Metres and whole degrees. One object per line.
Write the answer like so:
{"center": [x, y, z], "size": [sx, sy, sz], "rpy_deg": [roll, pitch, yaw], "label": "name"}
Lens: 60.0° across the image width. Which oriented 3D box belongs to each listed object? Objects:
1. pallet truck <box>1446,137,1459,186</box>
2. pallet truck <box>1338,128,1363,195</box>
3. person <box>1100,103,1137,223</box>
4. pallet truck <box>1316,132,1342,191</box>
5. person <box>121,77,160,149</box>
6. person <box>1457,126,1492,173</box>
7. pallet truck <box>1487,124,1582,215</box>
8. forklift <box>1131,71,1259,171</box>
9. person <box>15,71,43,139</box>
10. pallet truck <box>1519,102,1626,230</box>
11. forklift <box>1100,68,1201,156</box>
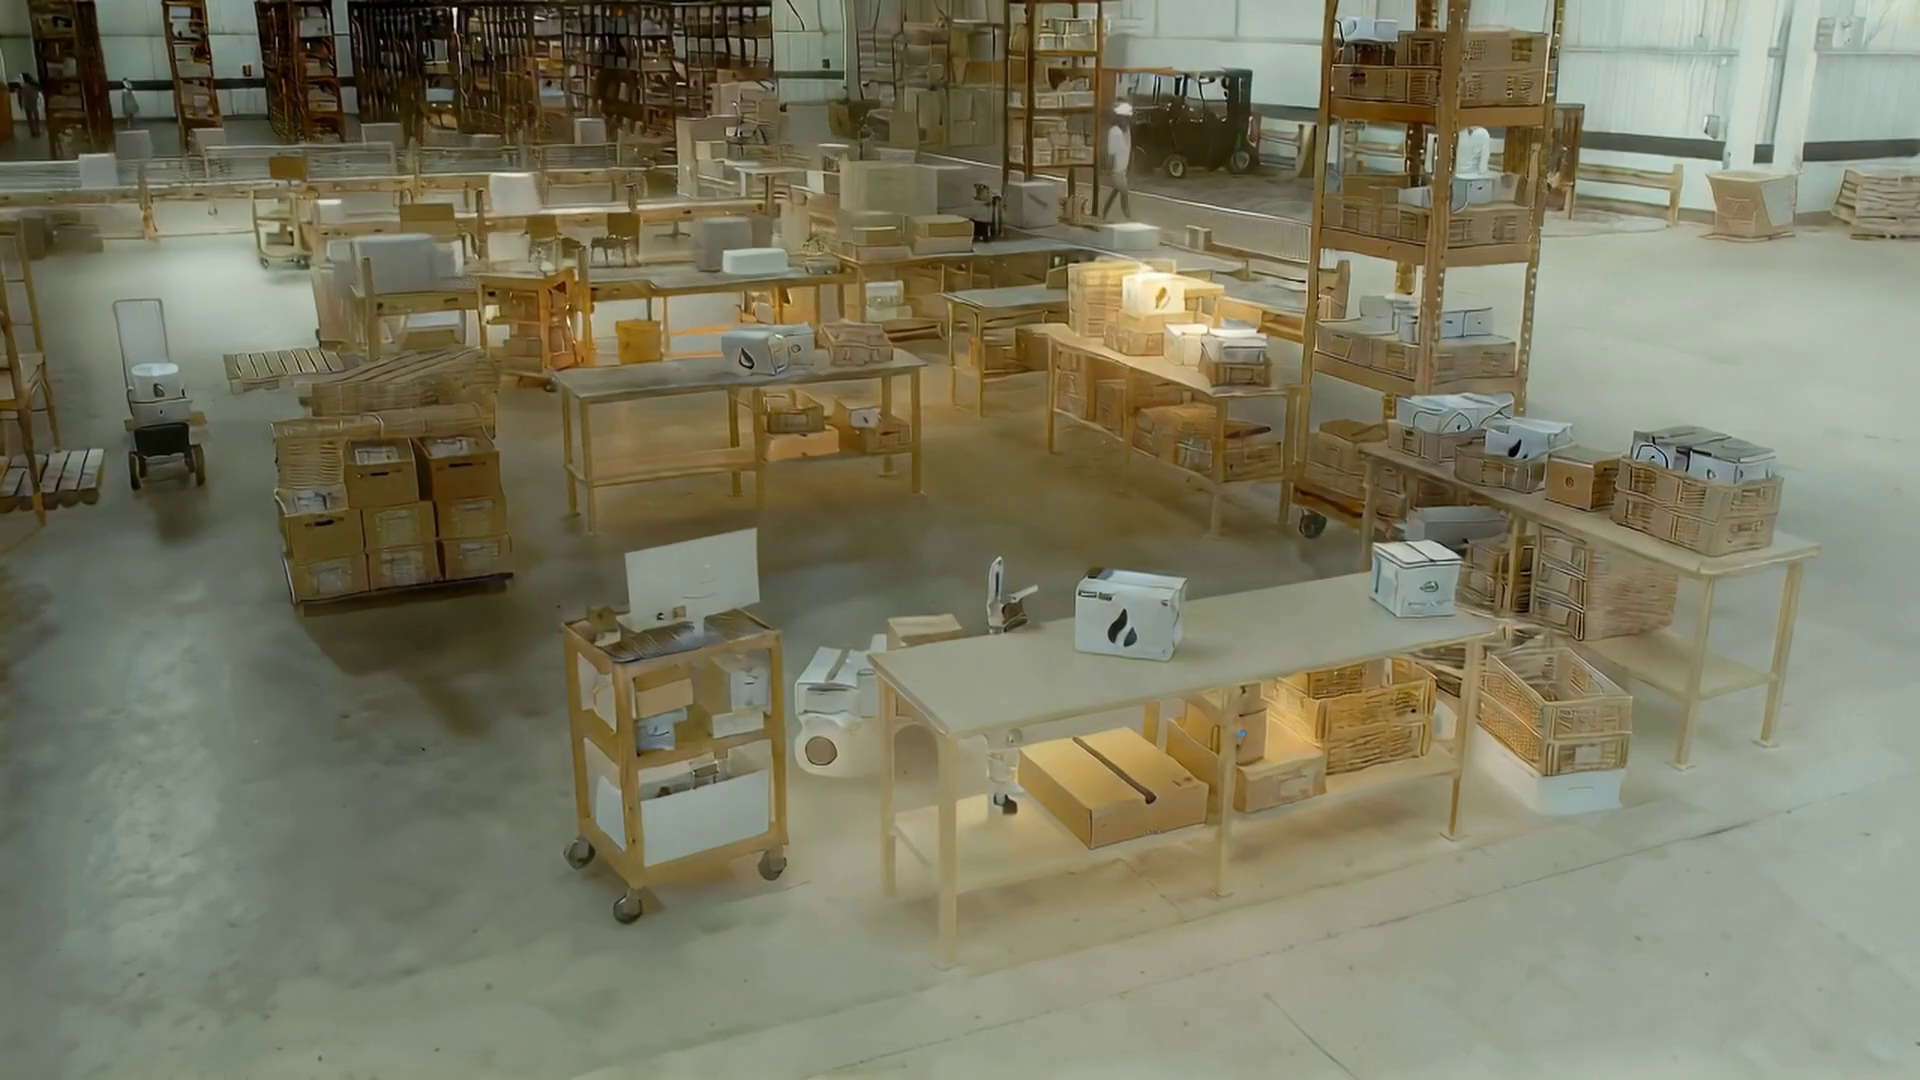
{"center": [9.184, -6.485, 29.328], "size": [1.630, 1.274, 0.653], "rpy_deg": [-8, 19, -23], "label": "pallet truck"}
{"center": [7.845, -7.140, 31.411], "size": [1.522, 1.261, 0.704], "rpy_deg": [-9, 20, -25], "label": "pallet truck"}
{"center": [2.593, -5.802, 26.040], "size": [0.987, 1.993, 0.630], "rpy_deg": [9, 20, 25], "label": "person"}
{"center": [7.723, -7.504, 32.656], "size": [1.601, 1.201, 0.680], "rpy_deg": [-8, 19, -23], "label": "pallet truck"}
{"center": [-20.677, -10.675, 41.721], "size": [0.890, 1.788, 0.626], "rpy_deg": [-11, 21, -31], "label": "person"}
{"center": [8.004, -5.780, 26.133], "size": [0.399, 1.903, 0.644], "rpy_deg": [-7, 19, -20], "label": "person"}
{"center": [9.707, -6.455, 28.103], "size": [1.885, 1.965, 0.823], "rpy_deg": [-7, 19, -20], "label": "pallet truck"}
{"center": [4.998, -8.936, 35.413], "size": [2.680, 1.987, 1.157], "rpy_deg": [-9, 20, -25], "label": "forklift"}
{"center": [-25.414, -11.876, 45.459], "size": [0.593, 1.823, 0.585], "rpy_deg": [-12, 21, -33], "label": "person"}
{"center": [9.972, -6.037, 26.785], "size": [1.885, 1.965, 0.823], "rpy_deg": [-9, 20, -25], "label": "pallet truck"}
{"center": [4.082, -9.564, 37.410], "size": [2.680, 1.987, 1.157], "rpy_deg": [-8, 19, -23], "label": "forklift"}
